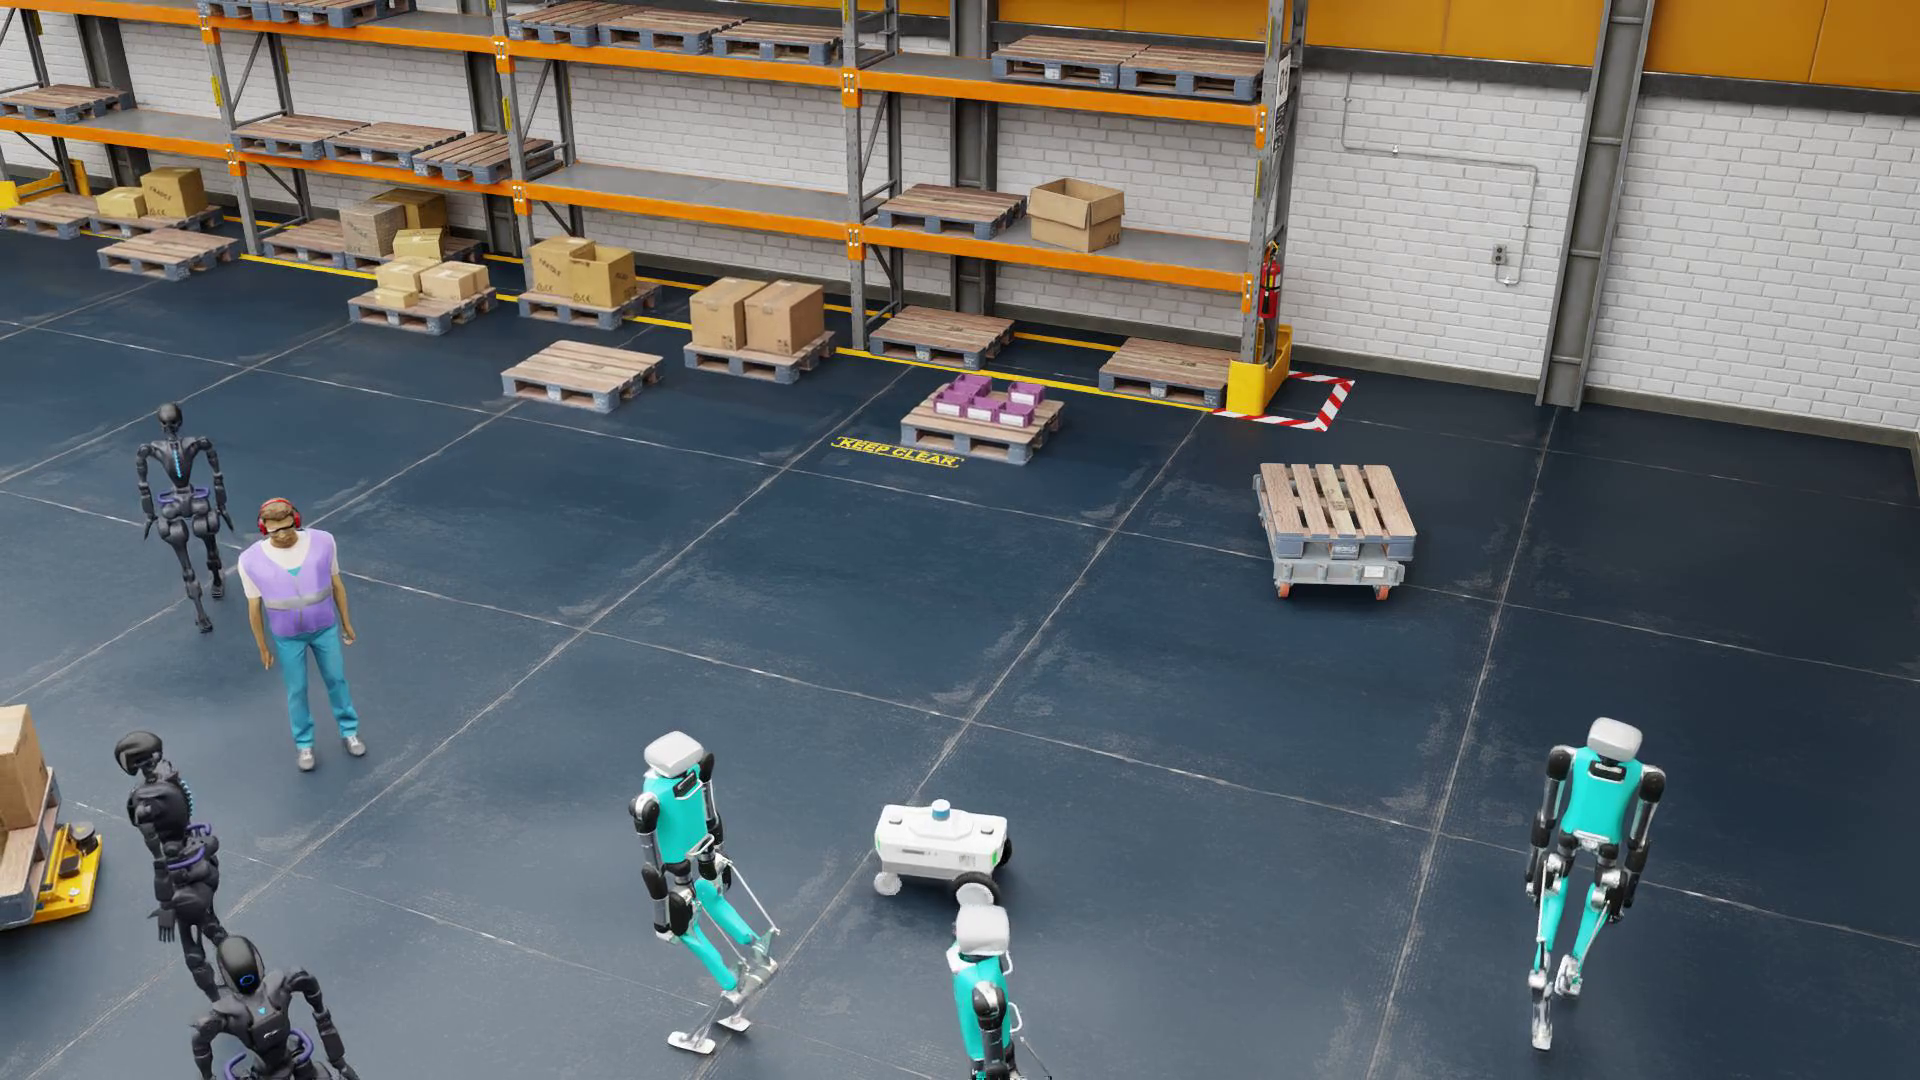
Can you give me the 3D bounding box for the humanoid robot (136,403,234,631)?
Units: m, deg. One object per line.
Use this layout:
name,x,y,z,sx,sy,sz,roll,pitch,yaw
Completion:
humanoid robot,-5.524,-0.209,11.847,0.587,1.628,0.758,-13,30,-24

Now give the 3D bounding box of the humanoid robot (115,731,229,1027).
humanoid robot,-3.821,1.643,8.218,0.351,1.640,0.589,-6,28,-11

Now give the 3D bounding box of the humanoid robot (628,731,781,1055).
humanoid robot,-1.131,1.740,7.902,0.679,1.751,0.544,14,30,25

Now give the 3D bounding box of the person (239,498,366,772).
person,-4.016,0.550,10.164,0.565,1.834,0.402,-16,31,-28

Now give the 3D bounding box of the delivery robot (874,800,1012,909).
delivery robot,-0.082,1.732,9.281,0.812,0.614,0.499,5,28,9

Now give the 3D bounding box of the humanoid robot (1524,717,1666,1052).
humanoid robot,2.962,1.730,7.965,0.541,1.742,0.965,11,29,20

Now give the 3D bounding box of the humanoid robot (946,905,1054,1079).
humanoid robot,0.350,2.265,7.006,0.812,1.805,0.531,-6,28,-11

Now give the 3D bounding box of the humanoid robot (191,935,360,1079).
humanoid robot,-2.827,2.295,6.948,0.370,1.650,0.609,24,36,39

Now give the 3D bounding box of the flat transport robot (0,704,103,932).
flat transport robot,-5.561,1.939,9.171,1.431,0.231,0.659,-9,29,-17
